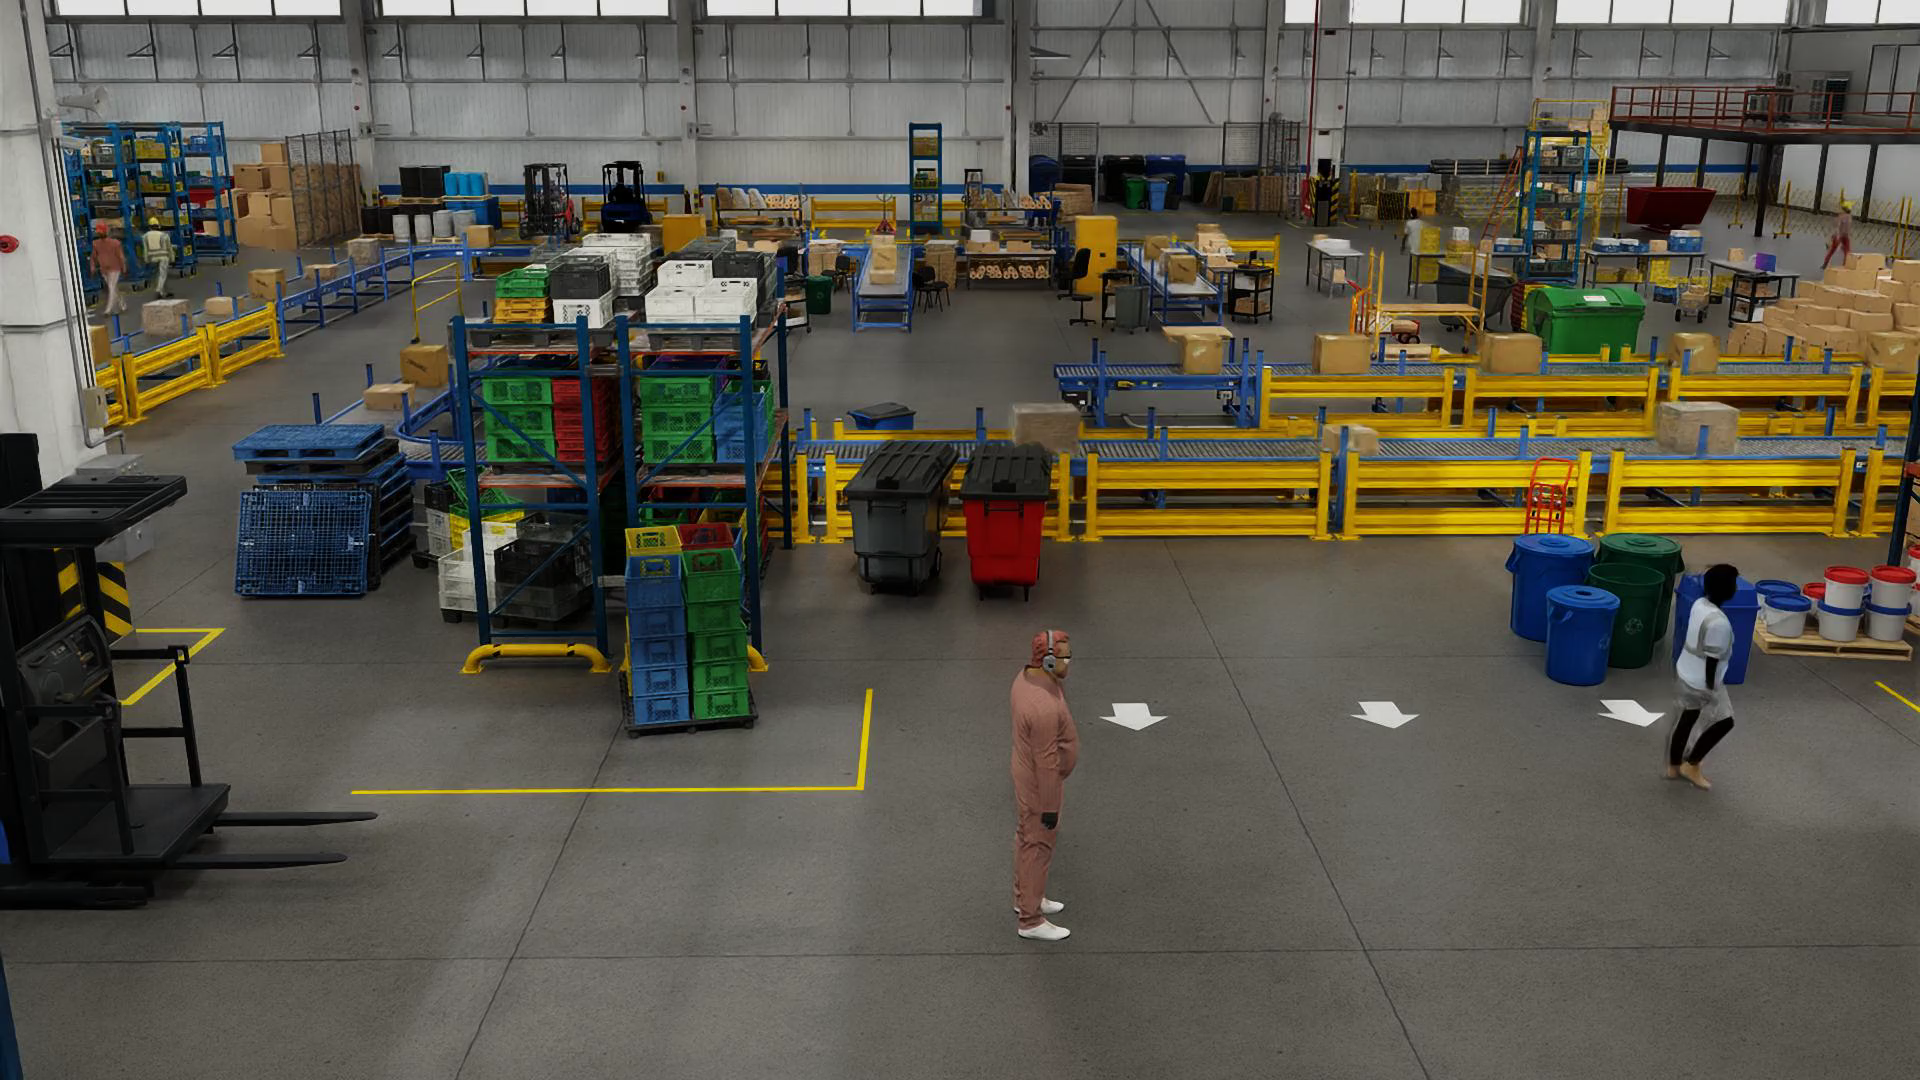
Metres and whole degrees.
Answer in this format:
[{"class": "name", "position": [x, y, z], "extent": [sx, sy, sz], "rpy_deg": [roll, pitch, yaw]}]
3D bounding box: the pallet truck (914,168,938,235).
[{"class": "pallet truck", "position": [-0.989, -10.316, 50.507], "extent": [0.823, 1.965, 1.885], "rpy_deg": [1, 16, 3]}]

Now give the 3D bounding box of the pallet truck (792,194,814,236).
[{"class": "pallet truck", "position": [-4.814, -9.883, 50.259], "extent": [0.704, 1.261, 1.522], "rpy_deg": [-1, 16, -3]}]

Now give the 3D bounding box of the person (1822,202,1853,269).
[{"class": "person", "position": [21.980, -7.570, 41.464], "extent": [0.544, 1.719, 0.922], "rpy_deg": [-6, 17, -19]}]

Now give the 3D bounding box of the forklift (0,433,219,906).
[{"class": "forklift", "position": [-5.952, 0.780, 10.366], "extent": [1.873, 2.768, 1.129], "rpy_deg": [0, 16, -1]}]

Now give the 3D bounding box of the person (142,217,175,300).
[{"class": "person", "position": [-17.546, -6.151, 36.421], "extent": [0.612, 1.792, 0.913], "rpy_deg": [0, 16, -1]}]

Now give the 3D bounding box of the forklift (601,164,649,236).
[{"class": "forklift", "position": [-9.948, -10.127, 49.296], "extent": [1.157, 1.987, 2.680], "rpy_deg": [-1, 16, -3]}]

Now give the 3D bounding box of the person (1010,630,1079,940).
[{"class": "person", "position": [0.505, 1.435, 9.851], "extent": [0.399, 1.900, 0.636], "rpy_deg": [-2, 16, -8]}]

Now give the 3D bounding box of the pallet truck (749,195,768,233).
[{"class": "pallet truck", "position": [-6.051, -9.967, 50.660], "extent": [0.680, 1.201, 1.601], "rpy_deg": [0, 16, -1]}]

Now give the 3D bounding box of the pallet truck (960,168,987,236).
[{"class": "pallet truck", "position": [0.383, -10.230, 50.206], "extent": [0.823, 1.965, 1.885], "rpy_deg": [-1, 16, -3]}]

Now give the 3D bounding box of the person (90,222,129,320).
[{"class": "person", "position": [-17.307, -5.471, 33.769], "extent": [0.653, 1.938, 1.046], "rpy_deg": [2, 16, 7]}]

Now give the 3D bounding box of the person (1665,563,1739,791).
[{"class": "person", "position": [5.302, 0.974, 11.828], "extent": [0.389, 1.685, 0.542], "rpy_deg": [1, 16, 3]}]

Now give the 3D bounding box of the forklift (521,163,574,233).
[{"class": "forklift", "position": [-12.233, -10.122, 49.298], "extent": [1.157, 1.987, 2.680], "rpy_deg": [0, 16, -1]}]

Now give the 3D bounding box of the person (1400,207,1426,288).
[{"class": "person", "position": [10.471, -6.727, 38.325], "extent": [0.535, 1.830, 0.552], "rpy_deg": [-5, 17, -17]}]

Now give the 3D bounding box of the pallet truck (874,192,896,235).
[{"class": "pallet truck", "position": [-2.277, -9.986, 50.594], "extent": [0.653, 1.274, 1.630], "rpy_deg": [0, 16, -1]}]
